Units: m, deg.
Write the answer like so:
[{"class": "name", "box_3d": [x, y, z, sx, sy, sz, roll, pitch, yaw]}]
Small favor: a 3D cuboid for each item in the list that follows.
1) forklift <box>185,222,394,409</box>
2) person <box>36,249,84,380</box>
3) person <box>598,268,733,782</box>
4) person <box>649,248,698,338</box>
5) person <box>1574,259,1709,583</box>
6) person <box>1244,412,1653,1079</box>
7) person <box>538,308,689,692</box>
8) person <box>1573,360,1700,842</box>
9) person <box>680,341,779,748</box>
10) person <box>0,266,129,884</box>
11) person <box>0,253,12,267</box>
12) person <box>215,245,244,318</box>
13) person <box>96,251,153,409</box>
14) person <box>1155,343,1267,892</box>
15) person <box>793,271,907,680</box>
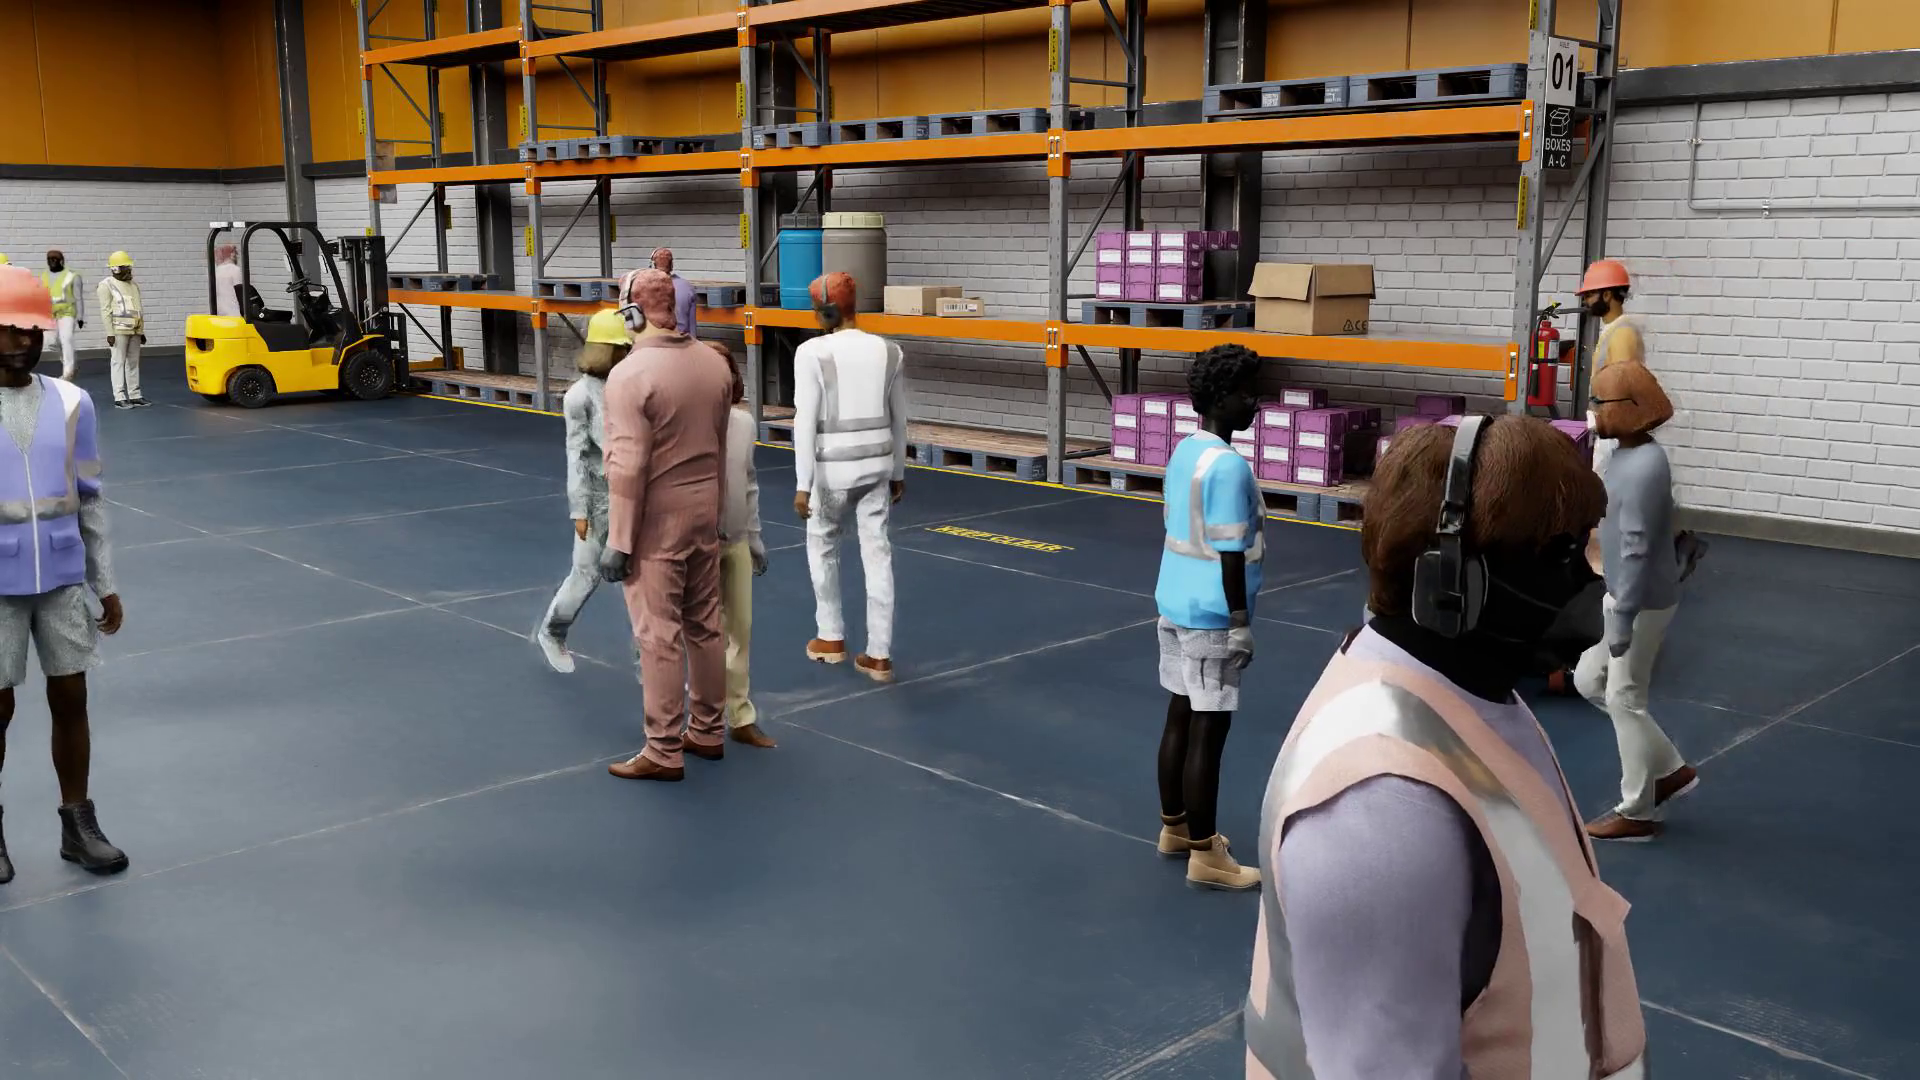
[{"class": "forklift", "box_3d": [-8.169, -2.758, 20.163, 2.313, 2.155, 1.214, -10, 14, -44]}, {"class": "person", "box_3d": [-12.610, -3.161, 23.360, 0.641, 1.824, 0.544, 0, 10, 1]}, {"class": "person", "box_3d": [-1.120, -0.052, 6.215, 0.404, 1.902, 0.636, 6, 12, 28]}, {"class": "person", "box_3d": [-2.745, -1.747, 15.433, 0.643, 1.909, 0.411, -9, 13, -39]}, {"class": "person", "box_3d": [3.832, -0.642, 9.475, 0.870, 1.898, 0.588, 3, 11, 18]}, {"class": "person", "box_3d": [0.535, 0.775, 1.893, 0.438, 1.842, 0.638, 4, 11, 19]}, {"class": "person", "box_3d": [-1.603, -0.187, 7.473, 0.843, 1.710, 0.494, 8, 13, 36]}, {"class": "person", "box_3d": [2.231, 0.213, 5.512, 0.373, 1.613, 0.527, 3, 11, 14]}, {"class": "person", "box_3d": [-0.988, 0.035, 6.560, 0.431, 1.653, 0.520, 9, 14, 41]}, {"class": "person", "box_3d": [-2.941, 0.127, 5.209, 0.458, 1.939, 0.568, 8, 13, 38]}, {"class": "person", "box_3d": [-11.363, -2.508, 19.816, 0.403, 1.826, 0.591, -2, 11, -10]}, {"class": "person", "box_3d": [-10.563, -3.339, 24.160, 0.679, 1.887, 0.736, 9, 14, 41]}, {"class": "person", "box_3d": [-9.802, -2.461, 19.539, 0.404, 1.831, 0.593, 2, 11, 13]}, {"class": "person", "box_3d": [0.783, 0.234, 5.203, 0.322, 1.697, 0.531, -2, 11, -9]}, {"class": "person", "box_3d": [-0.537, -0.305, 7.710, 0.642, 1.851, 0.750, -6, 12, -29]}]
